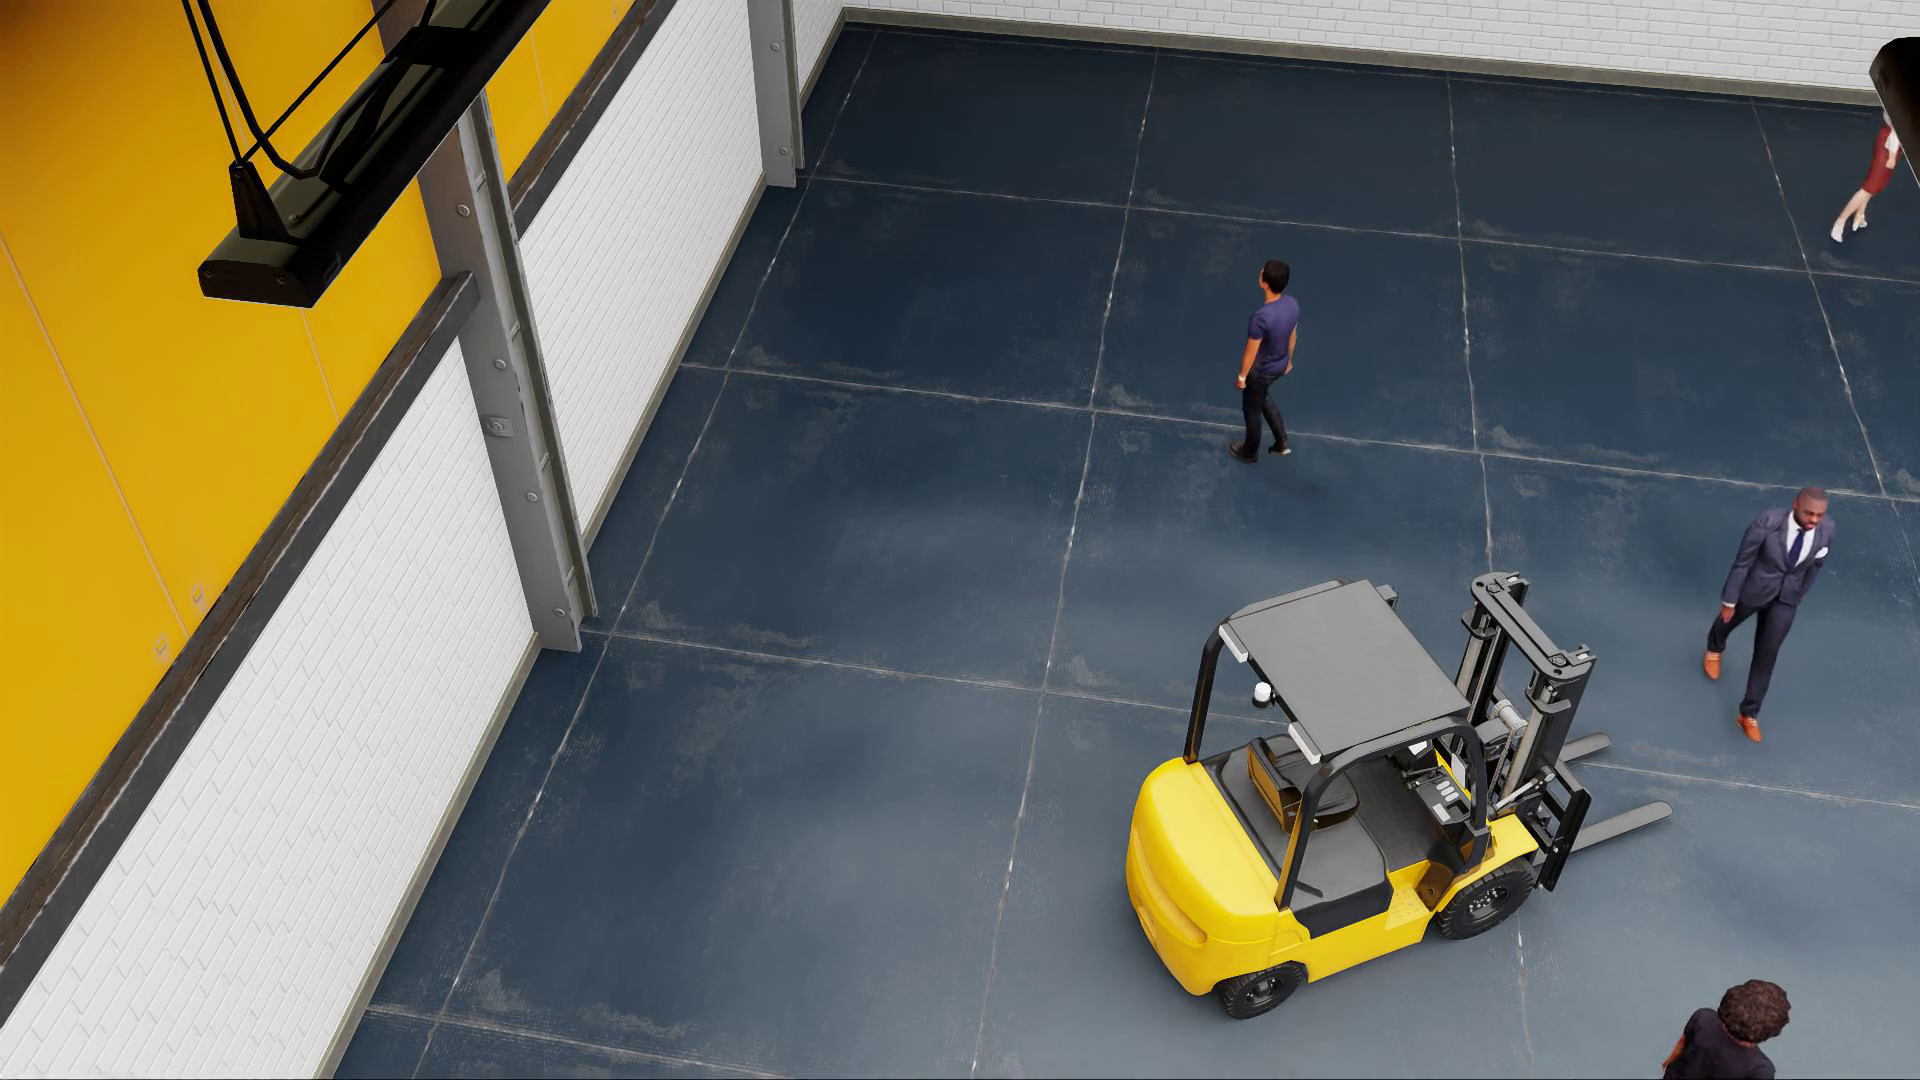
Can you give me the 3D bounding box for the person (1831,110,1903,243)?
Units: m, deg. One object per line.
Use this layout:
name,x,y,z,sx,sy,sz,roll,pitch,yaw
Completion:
person,8.085,-3.432,14.471,0.806,1.737,0.624,12,45,12

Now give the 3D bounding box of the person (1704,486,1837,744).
person,5.062,0.293,10.533,0.710,1.777,1.135,6,44,7

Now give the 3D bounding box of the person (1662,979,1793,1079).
person,3.499,2.717,7.982,0.764,1.786,0.715,-31,52,-28

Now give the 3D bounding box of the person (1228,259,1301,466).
person,2.291,-1.222,12.121,0.836,1.780,0.894,-33,53,-30
